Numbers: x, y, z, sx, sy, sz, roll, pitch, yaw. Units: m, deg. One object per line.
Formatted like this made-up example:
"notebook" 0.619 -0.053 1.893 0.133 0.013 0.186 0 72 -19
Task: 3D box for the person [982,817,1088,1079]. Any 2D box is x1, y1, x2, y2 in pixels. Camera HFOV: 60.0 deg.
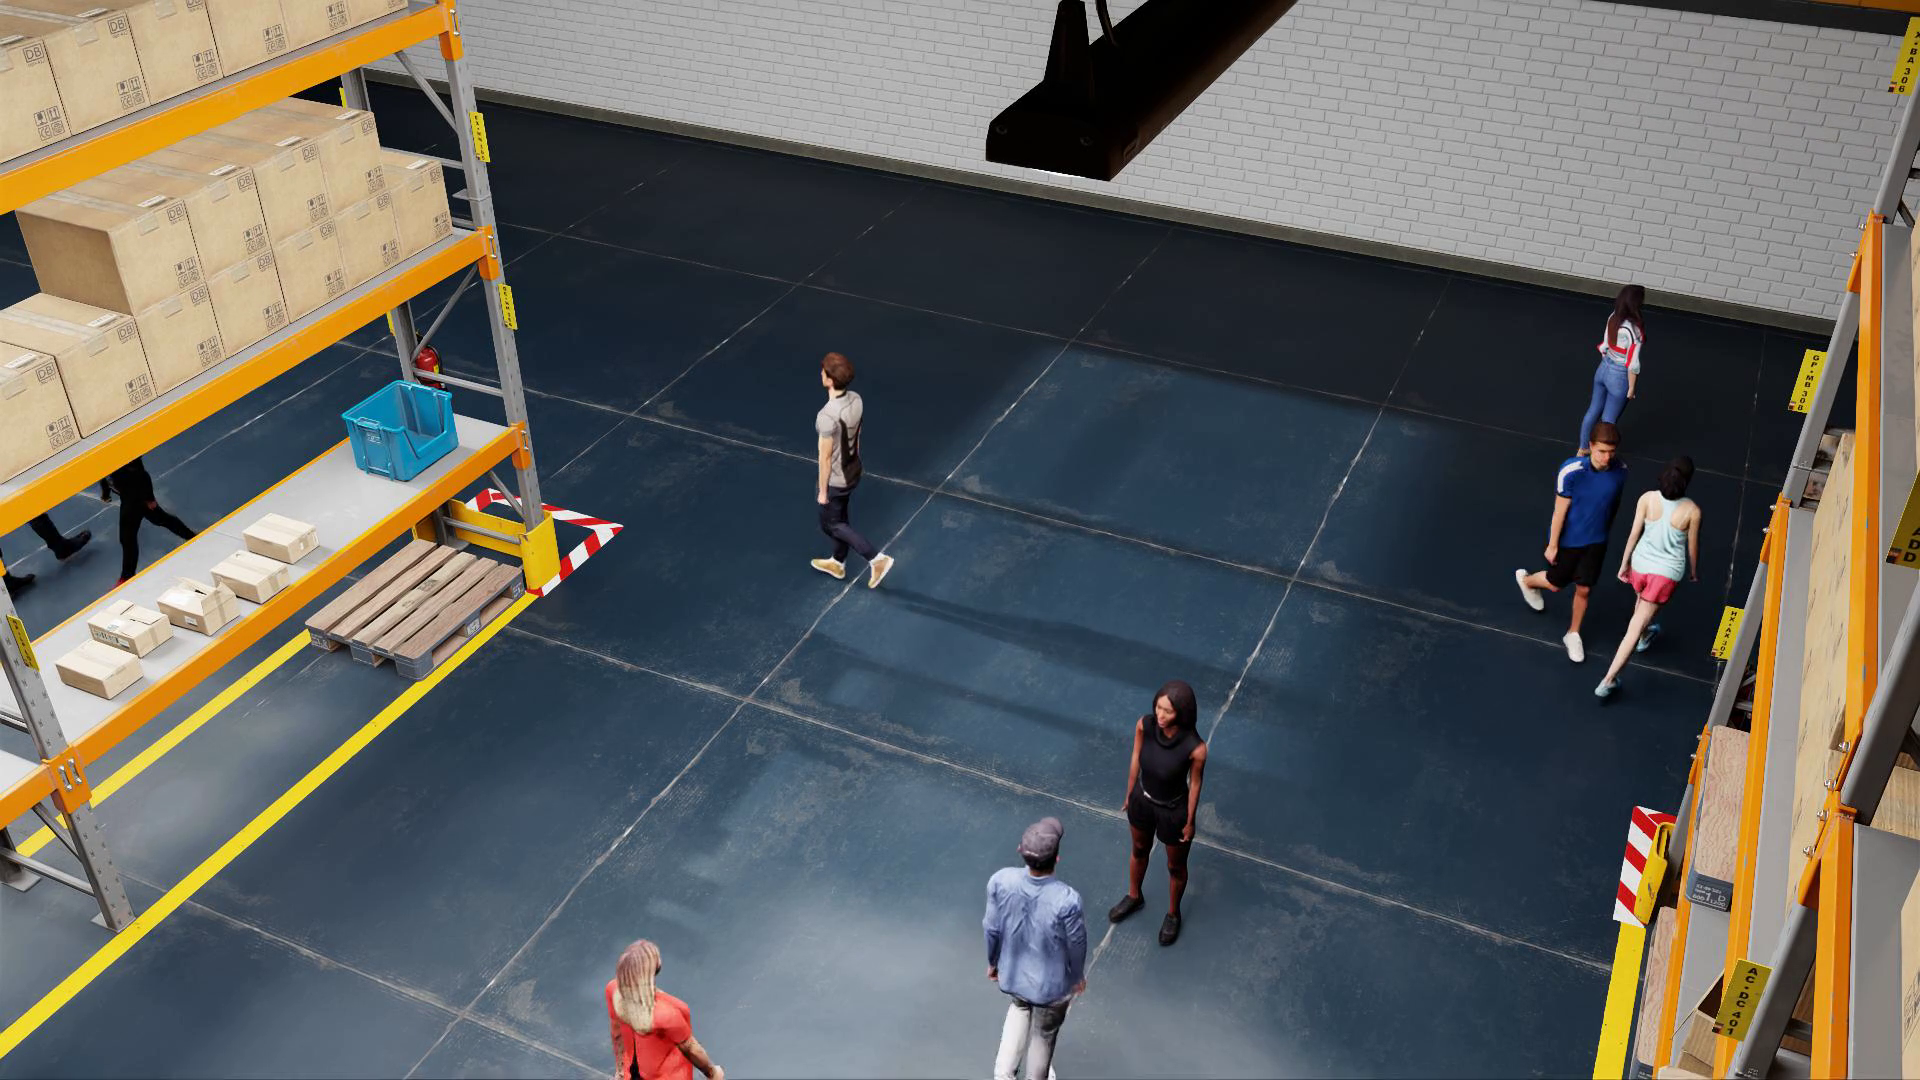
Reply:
"person" 0.341 2.156 8.092 0.657 1.876 0.644 17 37 23

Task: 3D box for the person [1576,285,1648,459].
"person" 5.347 -1.340 13.589 0.727 1.612 0.649 -9 35 -13

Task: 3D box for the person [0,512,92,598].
"person" -7.050 -0.394 11.957 0.730 1.844 1.070 10 35 15

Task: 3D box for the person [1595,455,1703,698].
"person" 4.585 0.282 11.060 0.897 1.711 1.284 29 43 36

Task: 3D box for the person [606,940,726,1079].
"person" -1.458 2.574 7.676 0.800 1.640 1.224 24 40 31

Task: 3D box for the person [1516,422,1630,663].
"person" 4.218 -0.069 11.475 0.957 1.836 1.123 -5 34 -7

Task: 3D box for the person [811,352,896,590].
"person" -0.806 -0.449 12.010 0.706 1.877 0.895 15 36 21

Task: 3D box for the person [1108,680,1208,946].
"person" 1.122 1.490 9.215 0.634 1.740 0.576 21 39 29
